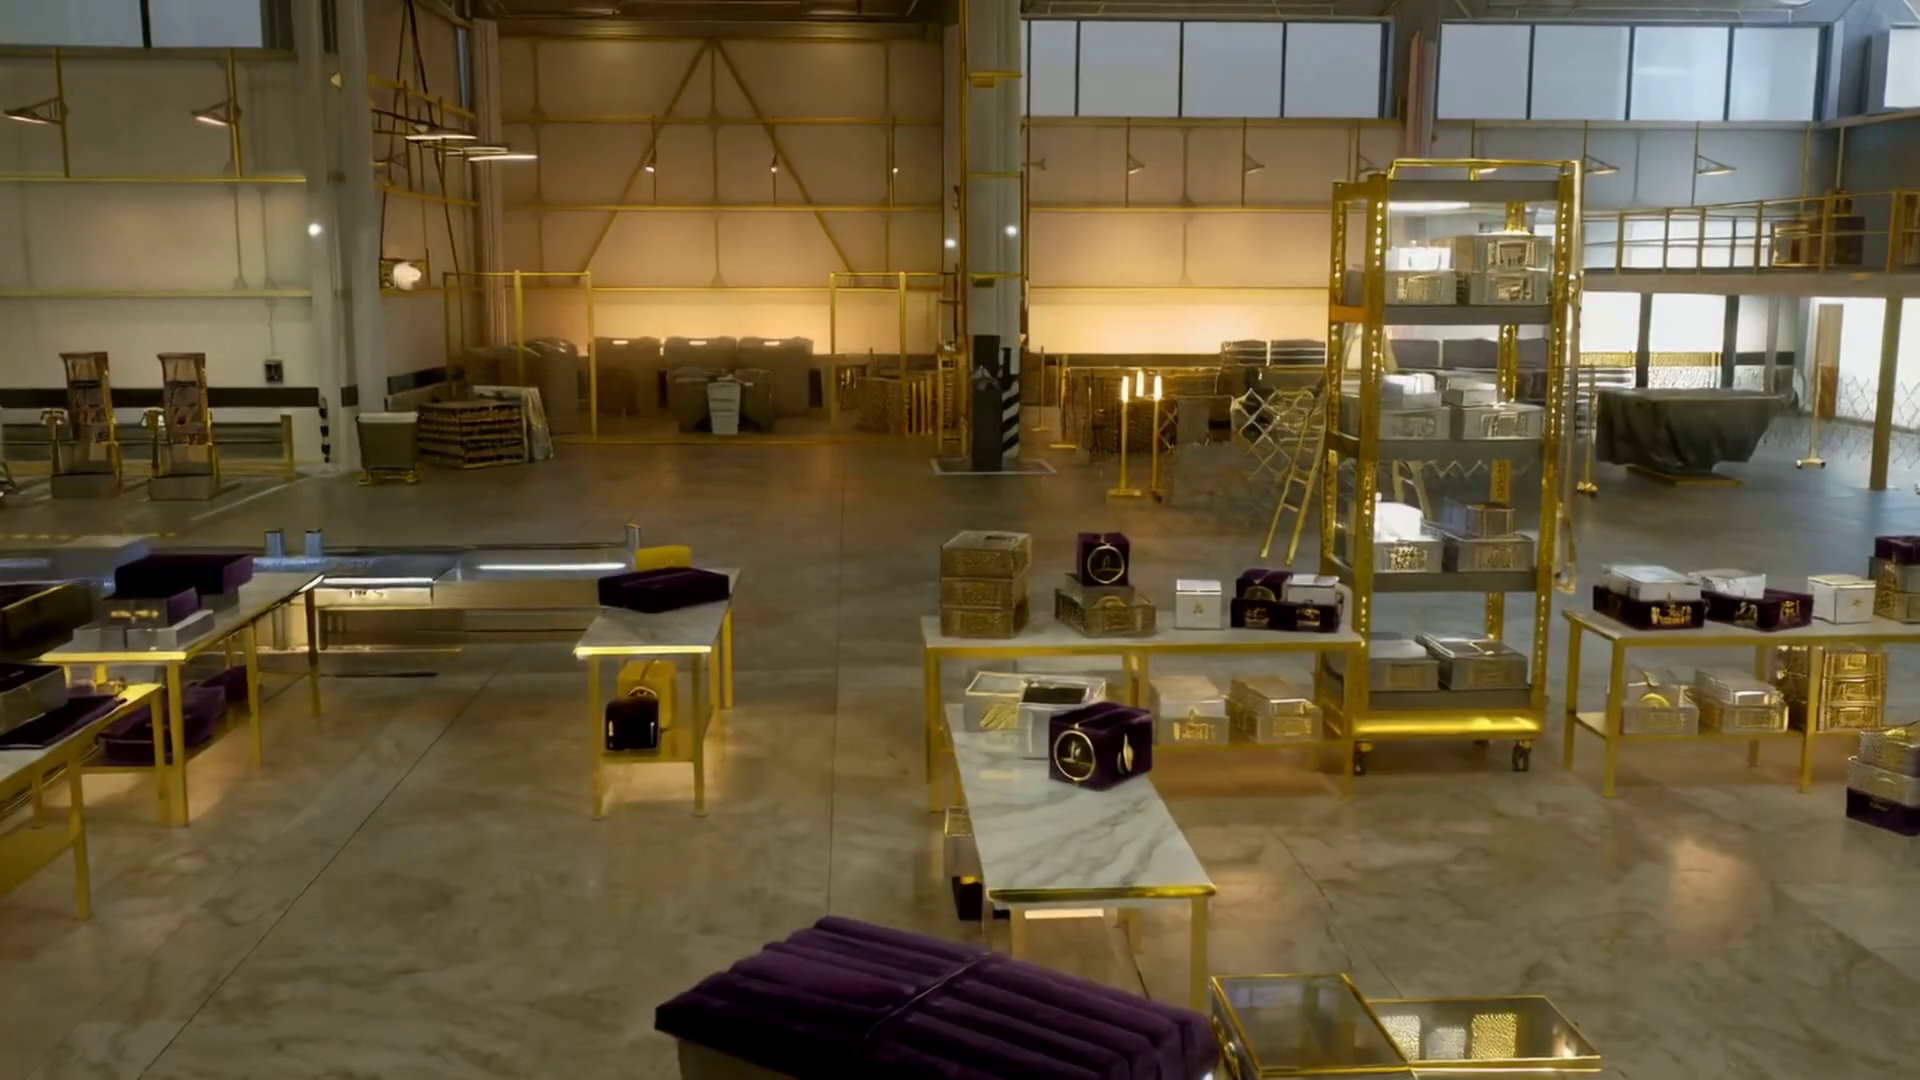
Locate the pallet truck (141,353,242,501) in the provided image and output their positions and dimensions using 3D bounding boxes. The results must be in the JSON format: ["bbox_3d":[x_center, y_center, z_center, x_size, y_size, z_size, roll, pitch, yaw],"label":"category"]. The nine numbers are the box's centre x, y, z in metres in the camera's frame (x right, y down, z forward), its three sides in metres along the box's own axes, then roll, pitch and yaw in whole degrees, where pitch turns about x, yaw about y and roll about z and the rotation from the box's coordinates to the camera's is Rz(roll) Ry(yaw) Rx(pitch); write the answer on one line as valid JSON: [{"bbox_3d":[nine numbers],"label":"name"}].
[{"bbox_3d":[-10.520,-1.604,22.925,0.823,1.965,1.885,-1,9,-6],"label":"pallet truck"}]

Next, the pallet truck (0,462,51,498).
[{"bbox_3d":[-13.193,-1.293,23.148,0.653,1.274,1.630,-1,9,-4],"label":"pallet truck"}]

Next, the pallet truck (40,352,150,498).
[{"bbox_3d":[-11.907,-1.642,23.165,0.823,1.965,1.885,0,9,0],"label":"pallet truck"}]
